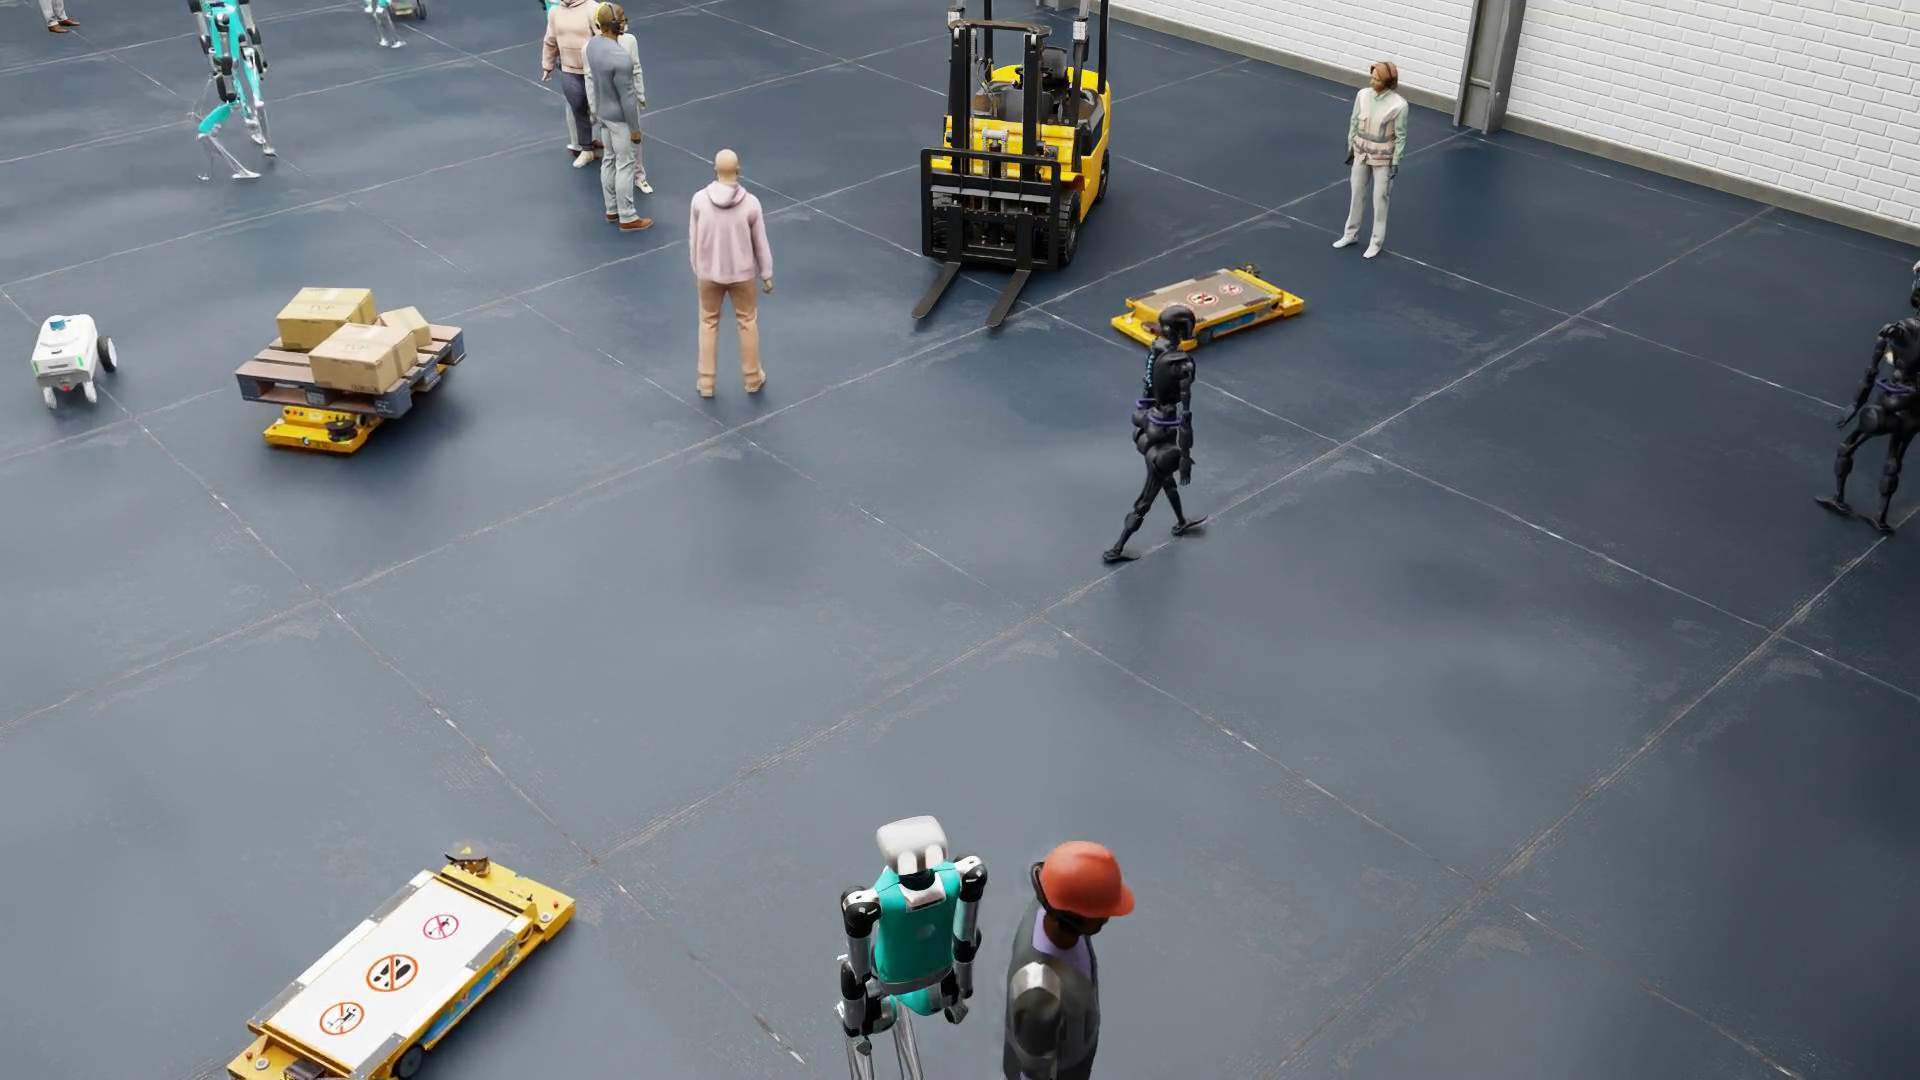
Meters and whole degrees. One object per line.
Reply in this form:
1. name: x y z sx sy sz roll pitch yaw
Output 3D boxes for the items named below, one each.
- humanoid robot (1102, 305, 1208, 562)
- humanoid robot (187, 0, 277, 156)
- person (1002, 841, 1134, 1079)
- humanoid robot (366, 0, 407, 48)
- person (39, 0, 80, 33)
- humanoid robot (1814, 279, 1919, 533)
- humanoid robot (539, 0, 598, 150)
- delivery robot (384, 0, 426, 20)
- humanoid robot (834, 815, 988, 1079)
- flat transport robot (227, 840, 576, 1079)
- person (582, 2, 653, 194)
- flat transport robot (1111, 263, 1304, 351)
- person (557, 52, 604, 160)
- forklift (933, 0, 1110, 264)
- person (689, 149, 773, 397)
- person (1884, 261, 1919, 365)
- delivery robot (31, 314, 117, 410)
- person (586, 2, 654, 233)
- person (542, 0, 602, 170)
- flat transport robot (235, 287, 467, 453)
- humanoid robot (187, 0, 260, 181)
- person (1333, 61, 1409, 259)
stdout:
1. humanoid robot: 1.222 -0.645 9.911 0.781 1.622 0.601 -11 35 -17
2. humanoid robot: -6.778 -4.382 15.614 0.572 1.764 1.054 -13 35 -20
3. person: 0.295 1.819 5.772 0.528 2.018 0.612 4 33 6
4. humanoid robot: -6.598 -6.402 18.683 0.547 1.796 0.703 6 34 9
5. person: -10.634 -6.753 19.281 0.327 1.651 0.461 3 33 4
6. humanoid robot: 5.721 -0.856 10.203 0.587 1.640 0.575 -6 34 -9
7. humanoid robot: -3.508 -4.487 15.730 0.541 1.779 0.719 26 41 34
8. delivery robot: -6.773 -6.531 19.952 0.499 0.597 0.801 -19 38 -26
9. humanoid robot: -0.262 1.586 6.268 0.533 1.676 0.735 -14 36 -20
10. flat transport robot: -2.399 1.904 7.246 0.659 0.231 1.431 17 37 24
11. person: -3.060 -3.921 14.839 0.532 1.752 0.339 -19 37 -26
12. flat transport robot: 1.937 -1.800 12.939 1.431 0.231 0.659 -21 38 -29
13. person: -3.620 -4.572 15.730 0.397 1.875 0.553 7 34 10
14. forklift: 0.570 -3.725 14.138 1.214 2.155 2.313 9 34 13
15. person: -1.622 -1.830 11.610 0.638 1.768 0.434 -2 33 -3
16. person: 7.125 -2.025 11.974 0.531 1.697 0.320 -10 34 -15
17. delivery robot: -6.413 -1.324 11.963 0.499 0.613 0.816 -10 34 -15
18. person: -2.908 -3.590 14.170 0.362 1.933 0.629 -22 39 -30
19. person: -3.493 -4.382 15.457 0.819 1.855 0.434 9 34 13
20. flat transport robot: -4.263 -1.068 11.814 0.659 0.231 1.431 7 34 11
21. humanoid robot: -6.835 -4.038 15.133 0.794 1.891 0.561 -11 35 -16
22. person: 3.423 -3.148 13.755 0.312 1.635 0.515 -27 41 -35
